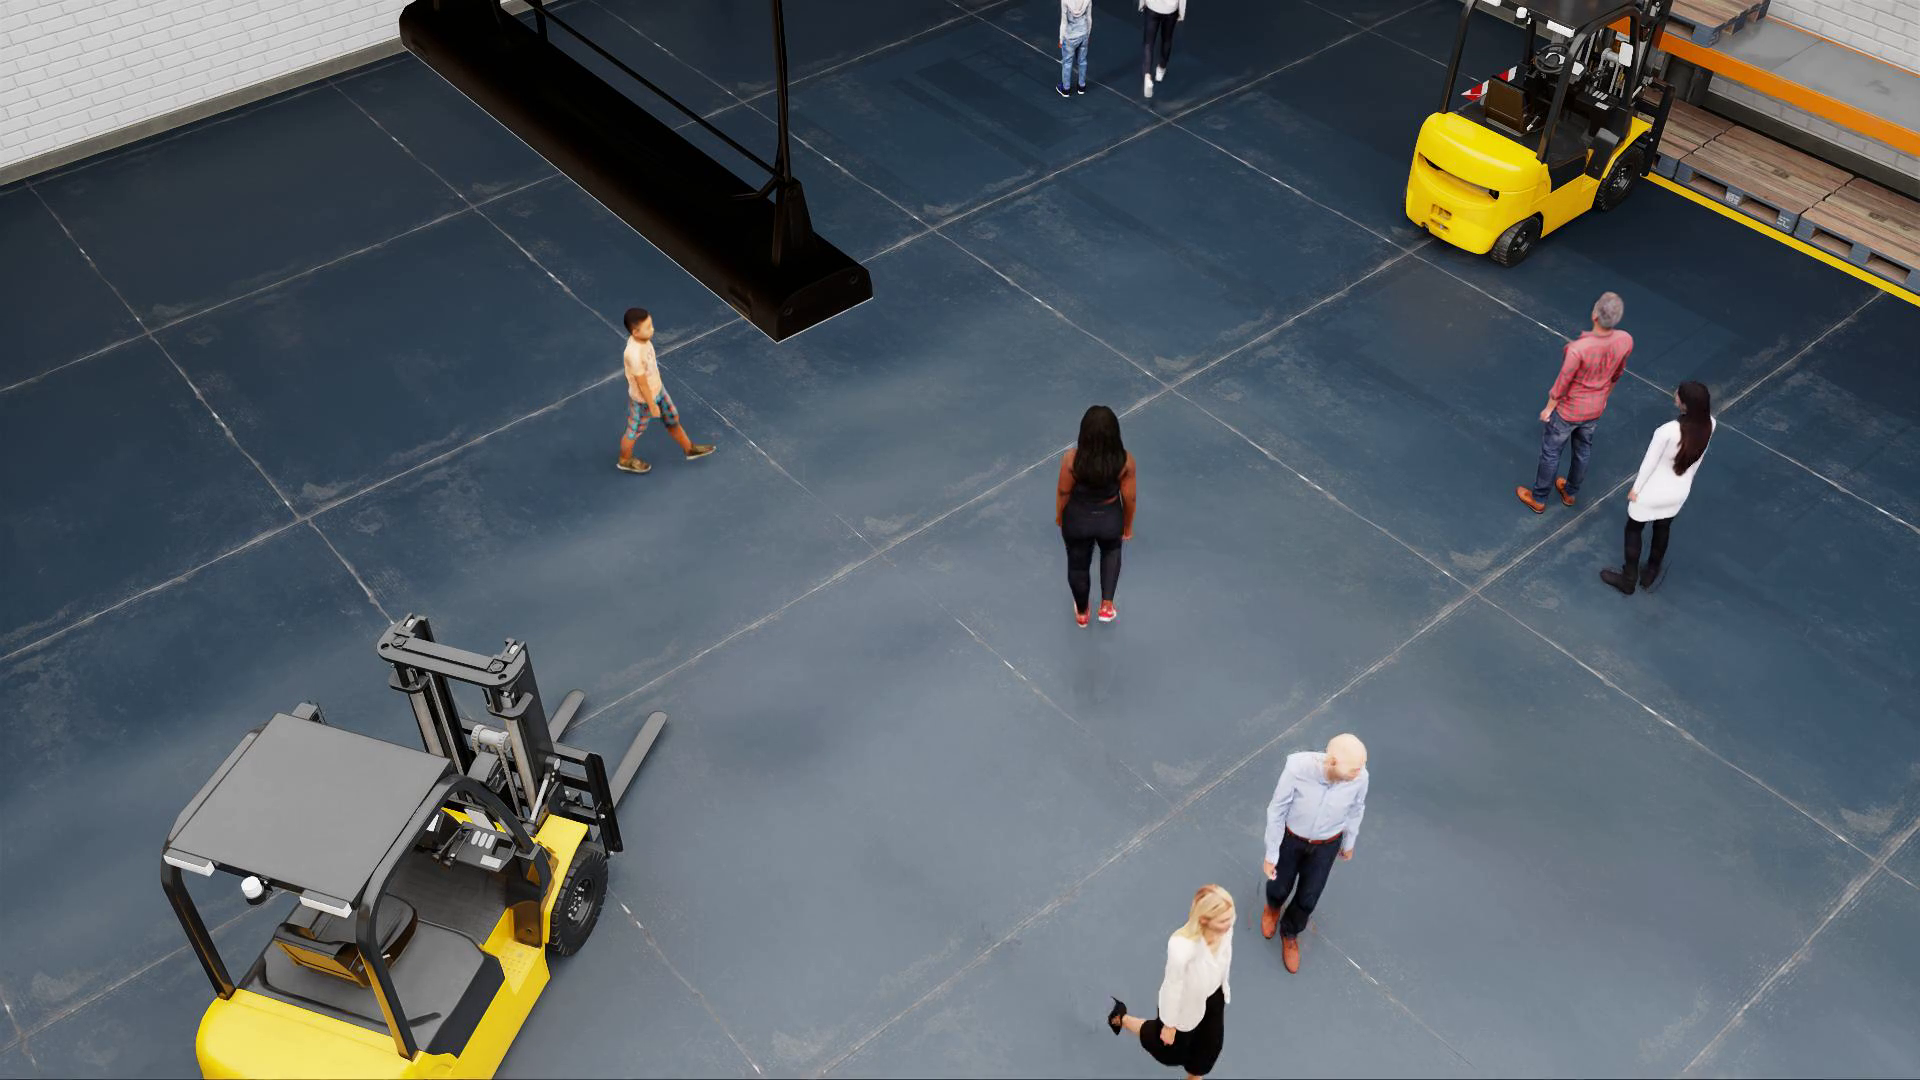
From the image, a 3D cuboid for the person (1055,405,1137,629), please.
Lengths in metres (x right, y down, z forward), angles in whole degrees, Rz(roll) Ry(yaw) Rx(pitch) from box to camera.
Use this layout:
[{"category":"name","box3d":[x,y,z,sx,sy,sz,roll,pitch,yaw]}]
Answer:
[{"category":"person","box3d":[0.874,-0.075,10.824,0.810,1.805,0.863,0,44,0]}]

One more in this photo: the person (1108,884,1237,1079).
[{"category":"person","box3d":[1.083,2.276,8.334,0.609,1.836,0.957,-31,52,-29]}]

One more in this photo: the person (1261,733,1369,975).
[{"category":"person","box3d":[1.895,1.610,9.101,0.865,1.742,0.926,7,44,8]}]

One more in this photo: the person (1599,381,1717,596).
[{"category":"person","box3d":[4.723,-0.331,11.100,0.765,1.796,0.701,-3,44,-4]}]

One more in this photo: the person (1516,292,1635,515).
[{"category":"person","box3d":[4.368,-0.961,11.736,0.755,1.831,0.706,-12,45,-12]}]

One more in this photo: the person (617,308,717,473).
[{"category":"person","box3d":[-2.363,-1.065,12.137,0.994,1.428,0.956,2,44,2]}]

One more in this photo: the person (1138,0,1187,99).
[{"category":"person","box3d":[1.949,-5.141,16.238,1.048,1.673,1.086,6,44,7]}]

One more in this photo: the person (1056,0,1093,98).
[{"category":"person","box3d":[1.124,-4.987,16.375,0.553,1.260,0.579,-12,45,-12]}]
